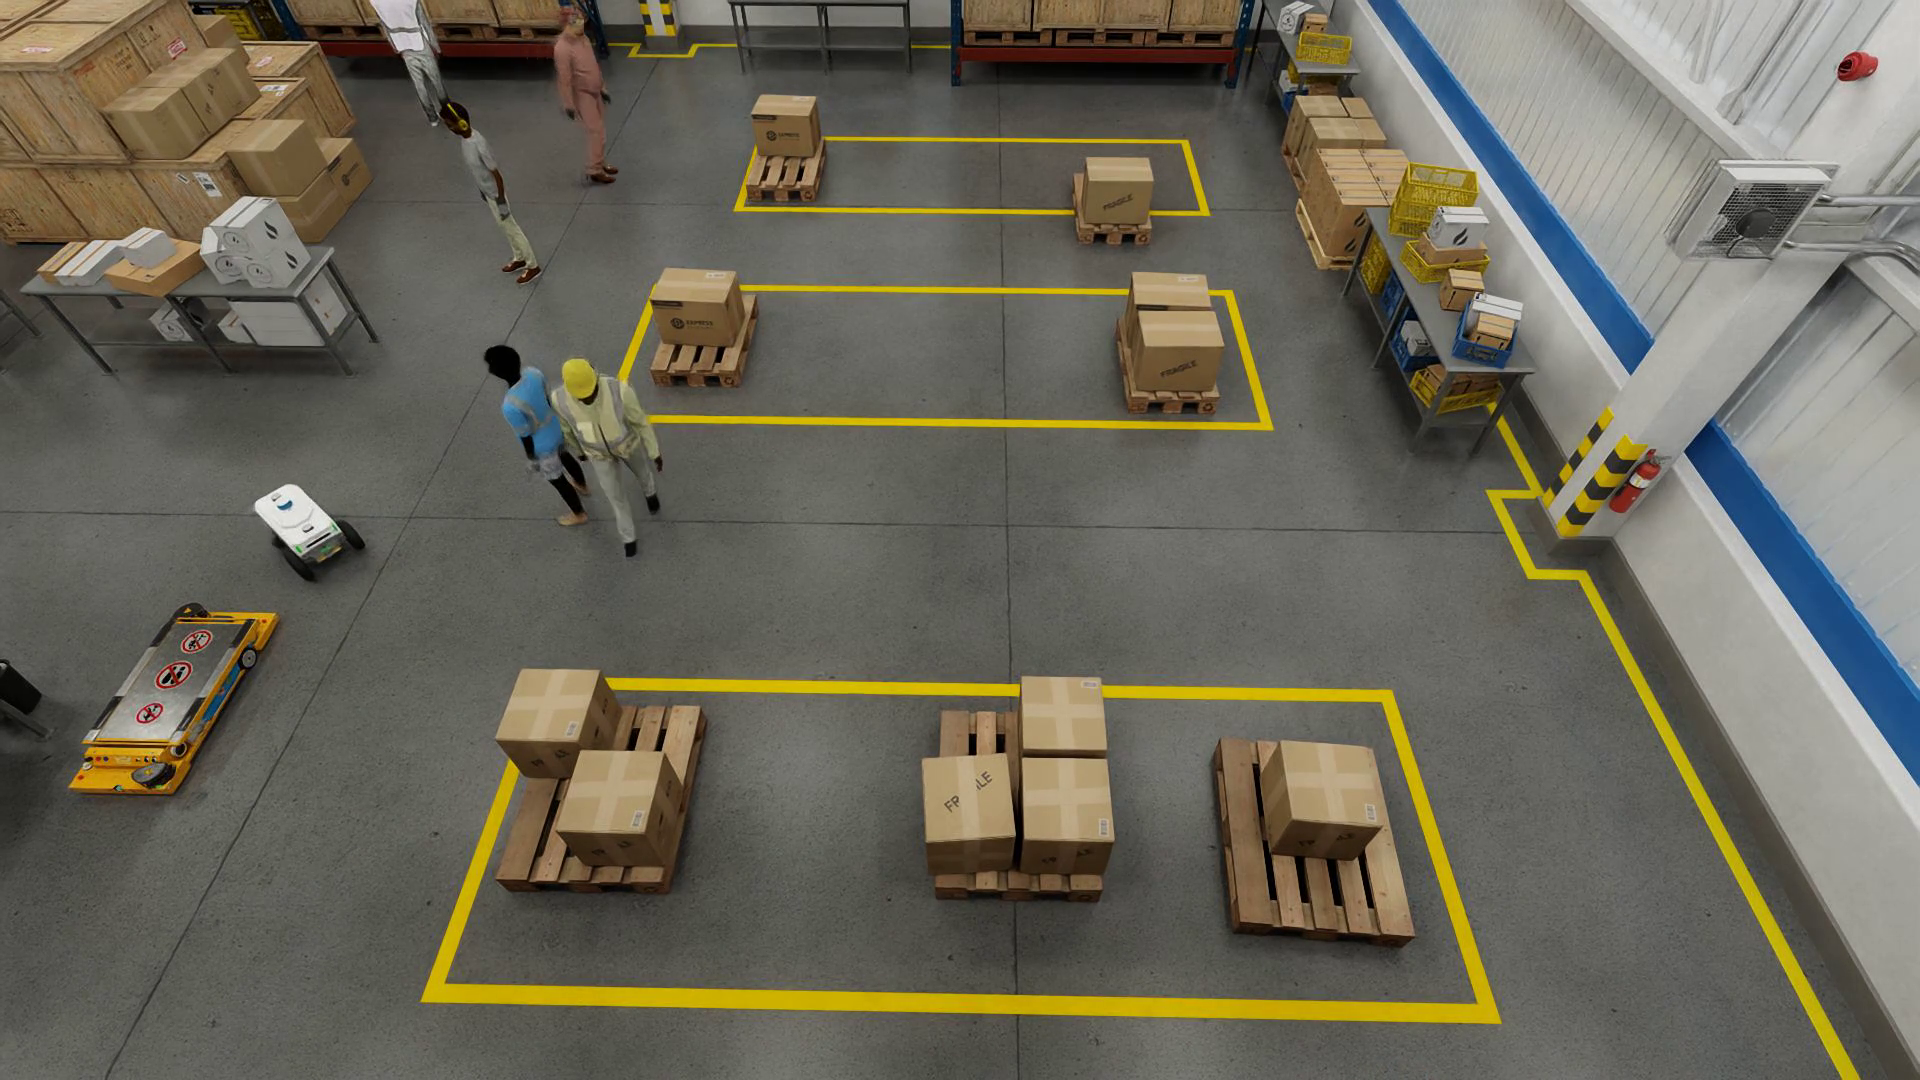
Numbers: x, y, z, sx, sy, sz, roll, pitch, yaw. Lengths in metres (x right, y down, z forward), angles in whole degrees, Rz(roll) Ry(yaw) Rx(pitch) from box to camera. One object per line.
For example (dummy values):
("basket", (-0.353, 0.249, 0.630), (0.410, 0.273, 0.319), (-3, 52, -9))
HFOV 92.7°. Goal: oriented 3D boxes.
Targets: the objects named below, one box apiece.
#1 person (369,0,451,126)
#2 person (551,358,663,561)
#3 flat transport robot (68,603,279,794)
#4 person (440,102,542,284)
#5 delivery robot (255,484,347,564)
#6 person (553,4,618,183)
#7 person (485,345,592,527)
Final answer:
("person", (-6.852, -6.199, 11.532), (0.599, 1.909, 0.398), (-4, 50, -3))
("person", (-2.609, -0.674, 6.935), (0.632, 1.775, 0.863), (-14, 51, -12))
("flat transport robot", (-5.504, 1.072, 6.442), (0.652, 0.197, 1.431), (1, 50, 1))
("person", (-4.734, -3.489, 9.266), (0.327, 1.865, 0.517), (-36, 58, -26))
("delivery robot", (-5.216, -0.149, 7.231), (0.707, 0.478, 0.477), (32, 57, 24))
("person", (-4.351, -5.183, 10.698), (0.438, 1.863, 0.720), (3, 50, 3))
("person", (-3.240, -0.801, 7.102), (0.317, 1.693, 0.542), (0, 50, 0))
